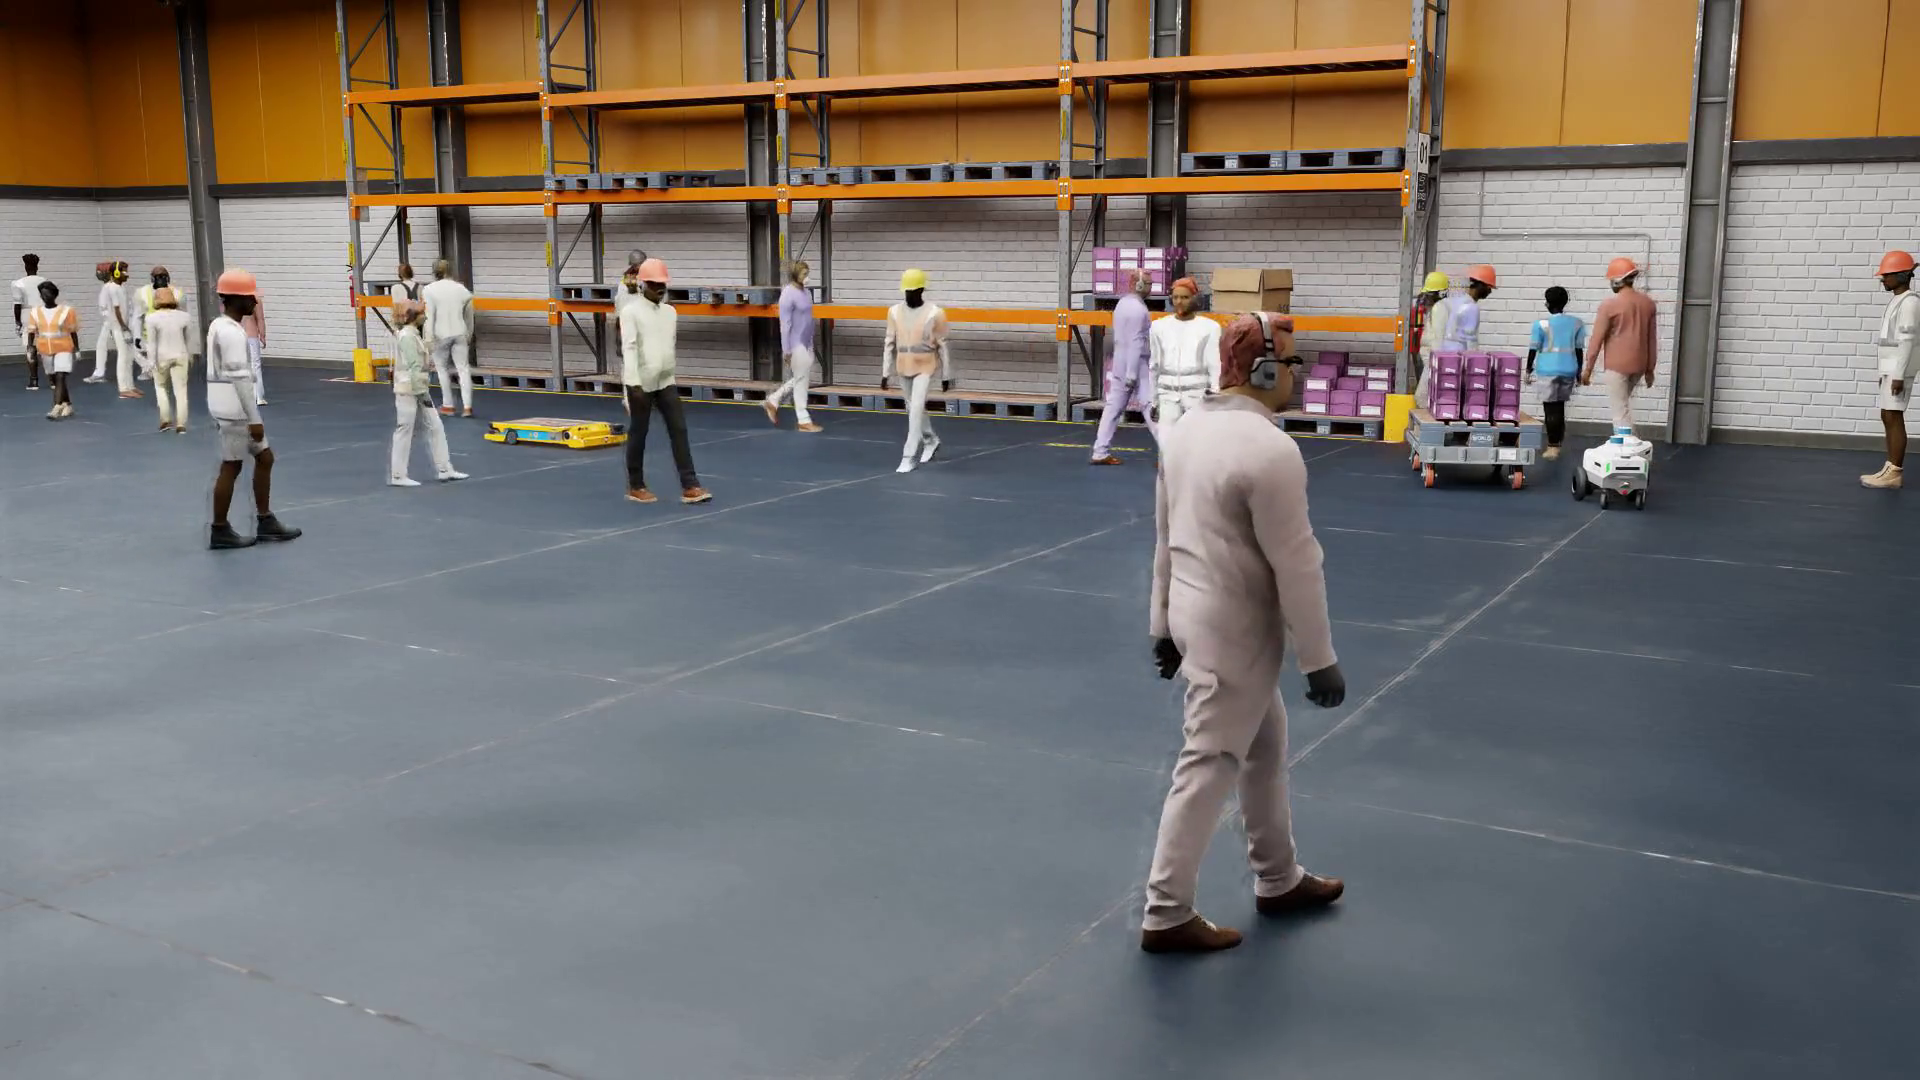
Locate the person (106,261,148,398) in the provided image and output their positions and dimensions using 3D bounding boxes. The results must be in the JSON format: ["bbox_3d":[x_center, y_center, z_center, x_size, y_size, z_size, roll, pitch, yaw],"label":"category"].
[{"bbox_3d":[-11.444,-2.872,22.768,0.363,1.865,0.566,-2,10,-13],"label":"person"}]

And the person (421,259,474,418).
[{"bbox_3d":[-6.154,-2.421,20.082,0.685,1.895,0.815,-7,12,-34],"label":"person"}]

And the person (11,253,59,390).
[{"bbox_3d":[-13.373,-3.158,24.097,0.603,1.963,0.367,-9,13,-41],"label":"person"}]

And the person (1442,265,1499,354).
[{"bbox_3d":[4.972,-1.727,16.238,0.804,1.875,0.606,1,10,6],"label":"person"}]

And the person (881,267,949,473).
[{"bbox_3d":[-0.375,-1.605,15.545,0.595,1.888,0.958,5,11,26],"label":"person"}]

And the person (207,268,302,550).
[{"bbox_3d":[-4.848,-0.890,11.396,0.760,1.908,0.584,-6,11,-29],"label":"person"}]

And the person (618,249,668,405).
[{"bbox_3d":[-4.199,-2.791,21.800,0.686,2.000,0.535,-9,13,-41],"label":"person"}]

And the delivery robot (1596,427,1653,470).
[{"bbox_3d":[5.548,-0.701,13.904,0.477,0.478,0.707,7,12,33],"label":"delivery robot"}]

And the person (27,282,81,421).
[{"bbox_3d":[-10.827,-2.252,19.853,0.546,1.644,0.886,-1,10,-6],"label":"person"}]

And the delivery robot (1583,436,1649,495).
[{"bbox_3d":[5.220,-0.585,13.250,0.477,0.478,0.707,1,10,6],"label":"delivery robot"}]

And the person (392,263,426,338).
[{"bbox_3d":[-7.968,-3.096,24.140,0.519,1.826,0.398,-8,13,-39],"label":"person"}]

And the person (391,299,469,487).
[{"bbox_3d":[-4.597,-1.256,14.332,0.729,1.614,0.520,-1,10,-7],"label":"person"}]

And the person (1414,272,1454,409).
[{"bbox_3d":[4.851,-1.804,16.856,0.434,1.808,0.683,6,12,32],"label":"person"}]

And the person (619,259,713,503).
[{"bbox_3d":[-2.381,-1.238,13.234,0.924,1.955,0.637,9,13,41],"label":"person"}]

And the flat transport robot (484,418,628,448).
[{"bbox_3d":[-4.243,-1.137,17.438,1.431,0.197,0.652,6,12,31],"label":"flat transport robot"}]

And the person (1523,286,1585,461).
[{"bbox_3d":[5.763,-1.628,16.214,0.544,1.670,0.628,-2,10,-10],"label":"person"}]

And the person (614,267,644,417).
[{"bbox_3d":[-3.991,-2.447,20.475,0.512,1.834,0.861,-1,10,-3],"label":"person"}]

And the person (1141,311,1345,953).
[{"bbox_3d":[0.907,0.281,4.873,0.863,1.874,0.642,-2,10,-12],"label":"person"}]

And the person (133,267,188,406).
[{"bbox_3d":[-10.214,-2.578,21.289,0.648,1.800,0.926,-4,11,-23],"label":"person"}]

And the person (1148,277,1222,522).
[{"bbox_3d":[1.719,-1.078,12.697,0.595,1.835,0.979,4,11,20],"label":"person"}]

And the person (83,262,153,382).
[{"bbox_3d":[-12.922,-3.341,25.497,0.986,1.840,0.581,-8,13,-40],"label":"person"}]

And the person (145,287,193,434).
[{"bbox_3d":[-8.754,-1.988,18.448,0.517,1.615,0.564,-8,13,-37],"label":"person"}]

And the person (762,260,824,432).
[{"bbox_3d":[-1.882,-2.169,18.602,0.707,1.923,0.632,3,10,16],"label":"person"}]

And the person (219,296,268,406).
[{"bbox_3d":[-9.275,-2.608,21.541,0.530,1.767,0.328,-4,11,-19],"label":"person"}]

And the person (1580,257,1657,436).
[{"bbox_3d":[5.949,-1.573,15.111,0.626,1.962,0.736,-4,11,-24],"label":"person"}]

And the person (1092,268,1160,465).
[{"bbox_3d":[1.711,-1.608,15.628,0.988,1.857,0.643,-2,10,-12],"label":"person"}]

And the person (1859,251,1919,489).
[{"bbox_3d":[7.998,-1.455,14.278,0.410,2.032,0.609,3,11,18],"label":"person"}]
